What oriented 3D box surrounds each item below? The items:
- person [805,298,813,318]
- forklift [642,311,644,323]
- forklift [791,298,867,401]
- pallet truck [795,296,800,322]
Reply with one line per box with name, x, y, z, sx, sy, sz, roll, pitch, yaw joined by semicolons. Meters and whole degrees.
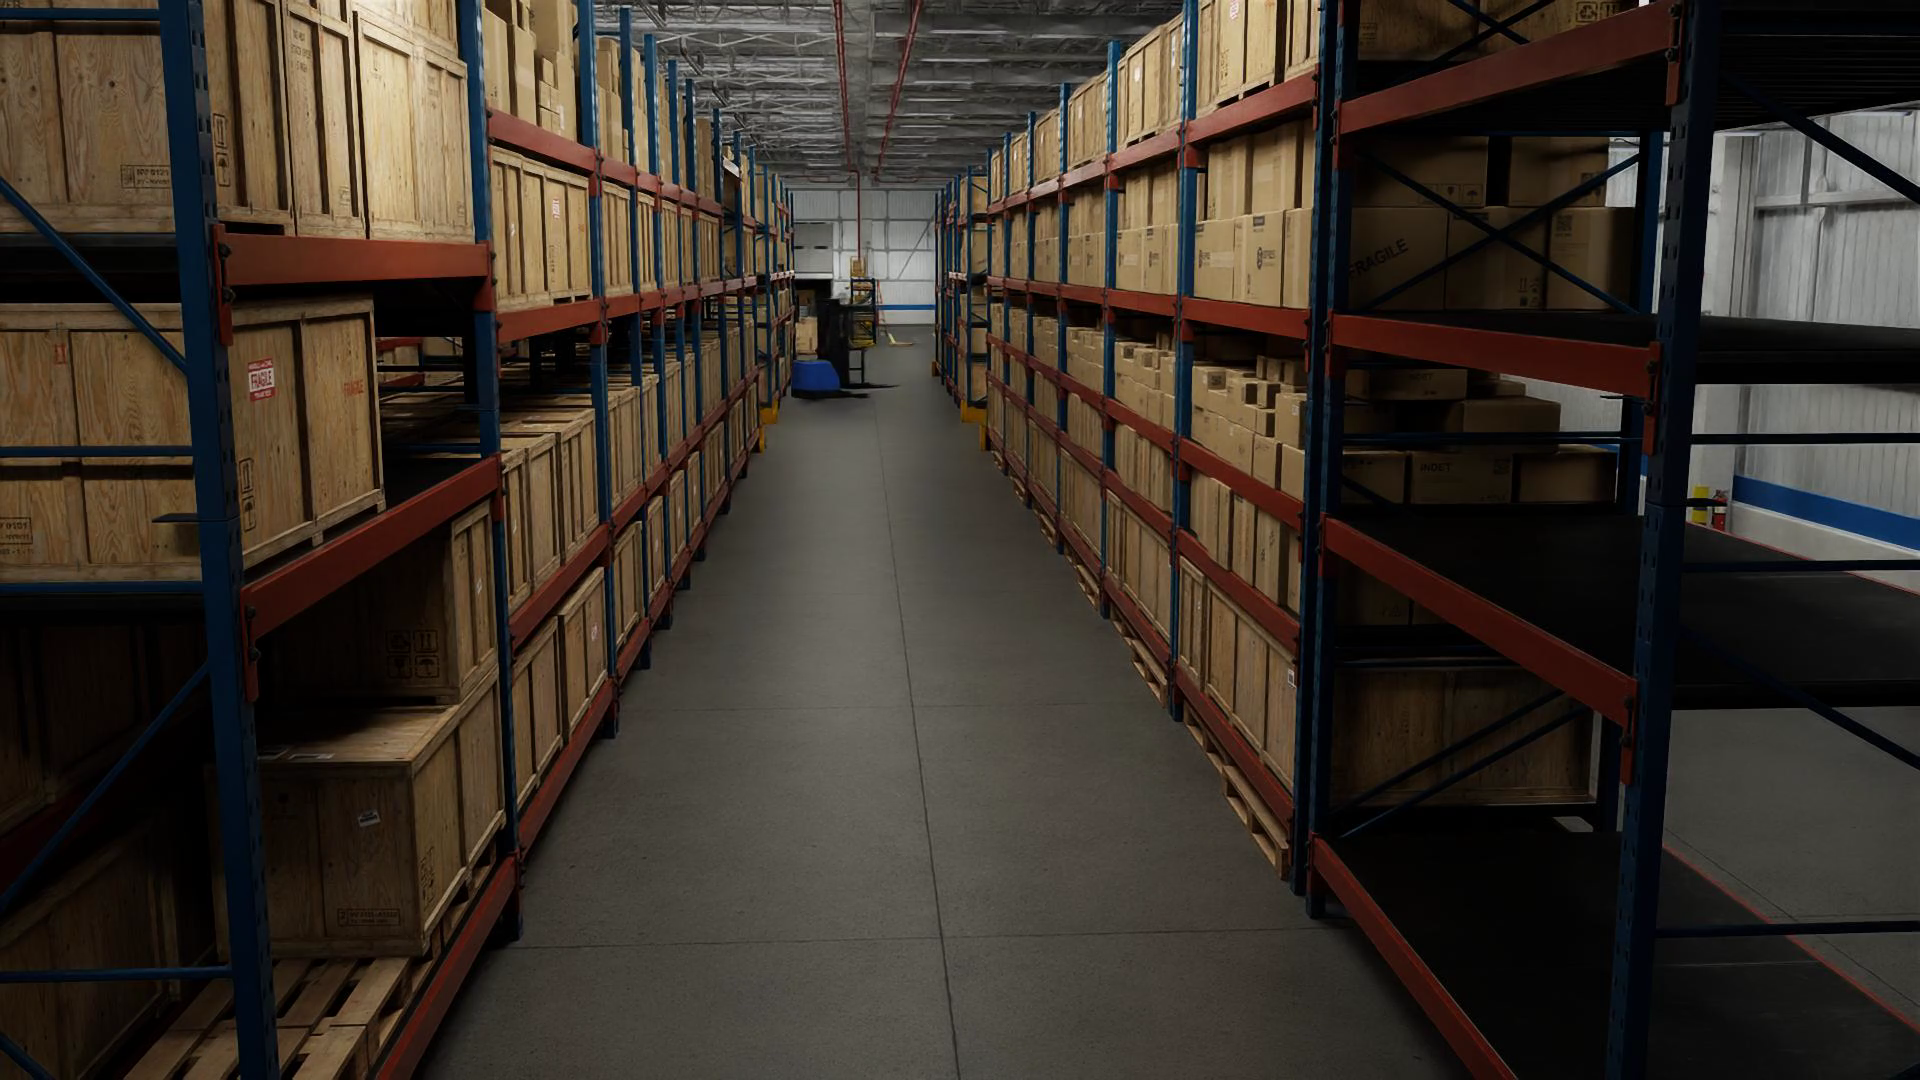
person;-8.008;-11.804;87.825;0.568;1.920;0.663;-5;11;-26
forklift;-10.309;-6.909;55.736;1.129;2.768;1.873;-1;10;-3
forklift;-3.683;-5.332;46.315;1.873;2.768;1.129;-5;11;-29
pallet truck;-8.622;-12.439;91.403;1.885;1.965;0.823;2;10;13
